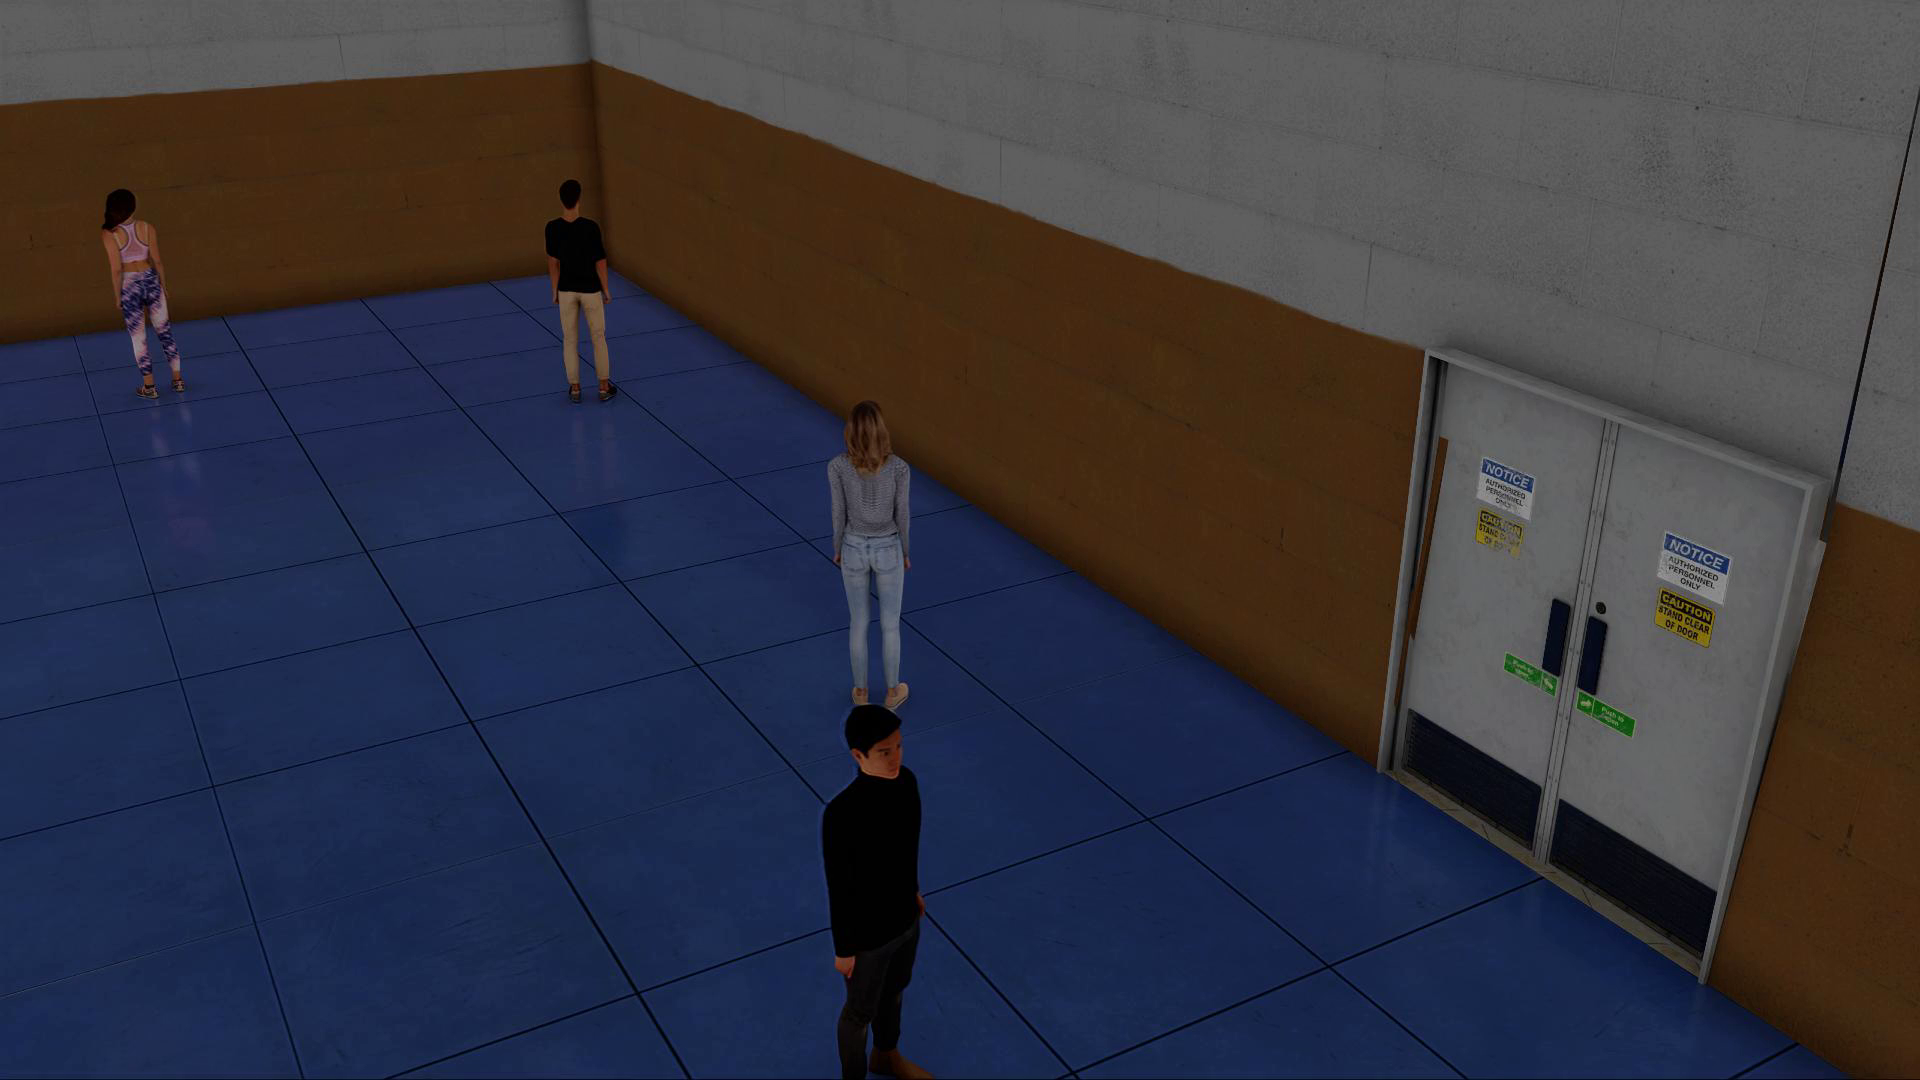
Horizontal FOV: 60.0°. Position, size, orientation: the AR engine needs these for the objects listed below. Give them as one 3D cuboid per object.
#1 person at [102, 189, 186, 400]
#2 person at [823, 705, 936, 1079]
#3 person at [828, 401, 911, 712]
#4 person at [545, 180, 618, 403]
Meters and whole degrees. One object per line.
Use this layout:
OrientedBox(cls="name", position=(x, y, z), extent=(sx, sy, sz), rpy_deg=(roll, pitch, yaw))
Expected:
OrientedBox(cls="person", position=(-6.919, -2.086, 14.043), extent=(0.710, 1.766, 0.552), rpy_deg=(21, 31, 40))
OrientedBox(cls="person", position=(-0.303, 1.375, 6.188), extent=(0.783, 1.722, 0.630), rpy_deg=(15, 28, 31))
OrientedBox(cls="person", position=(-0.476, 0.094, 9.027), extent=(0.631, 1.793, 0.727), rpy_deg=(2, 24, 5))
OrientedBox(cls="person", position=(-3.168, -2.070, 13.867), extent=(0.616, 1.853, 0.755), rpy_deg=(-1, 24, -3))
